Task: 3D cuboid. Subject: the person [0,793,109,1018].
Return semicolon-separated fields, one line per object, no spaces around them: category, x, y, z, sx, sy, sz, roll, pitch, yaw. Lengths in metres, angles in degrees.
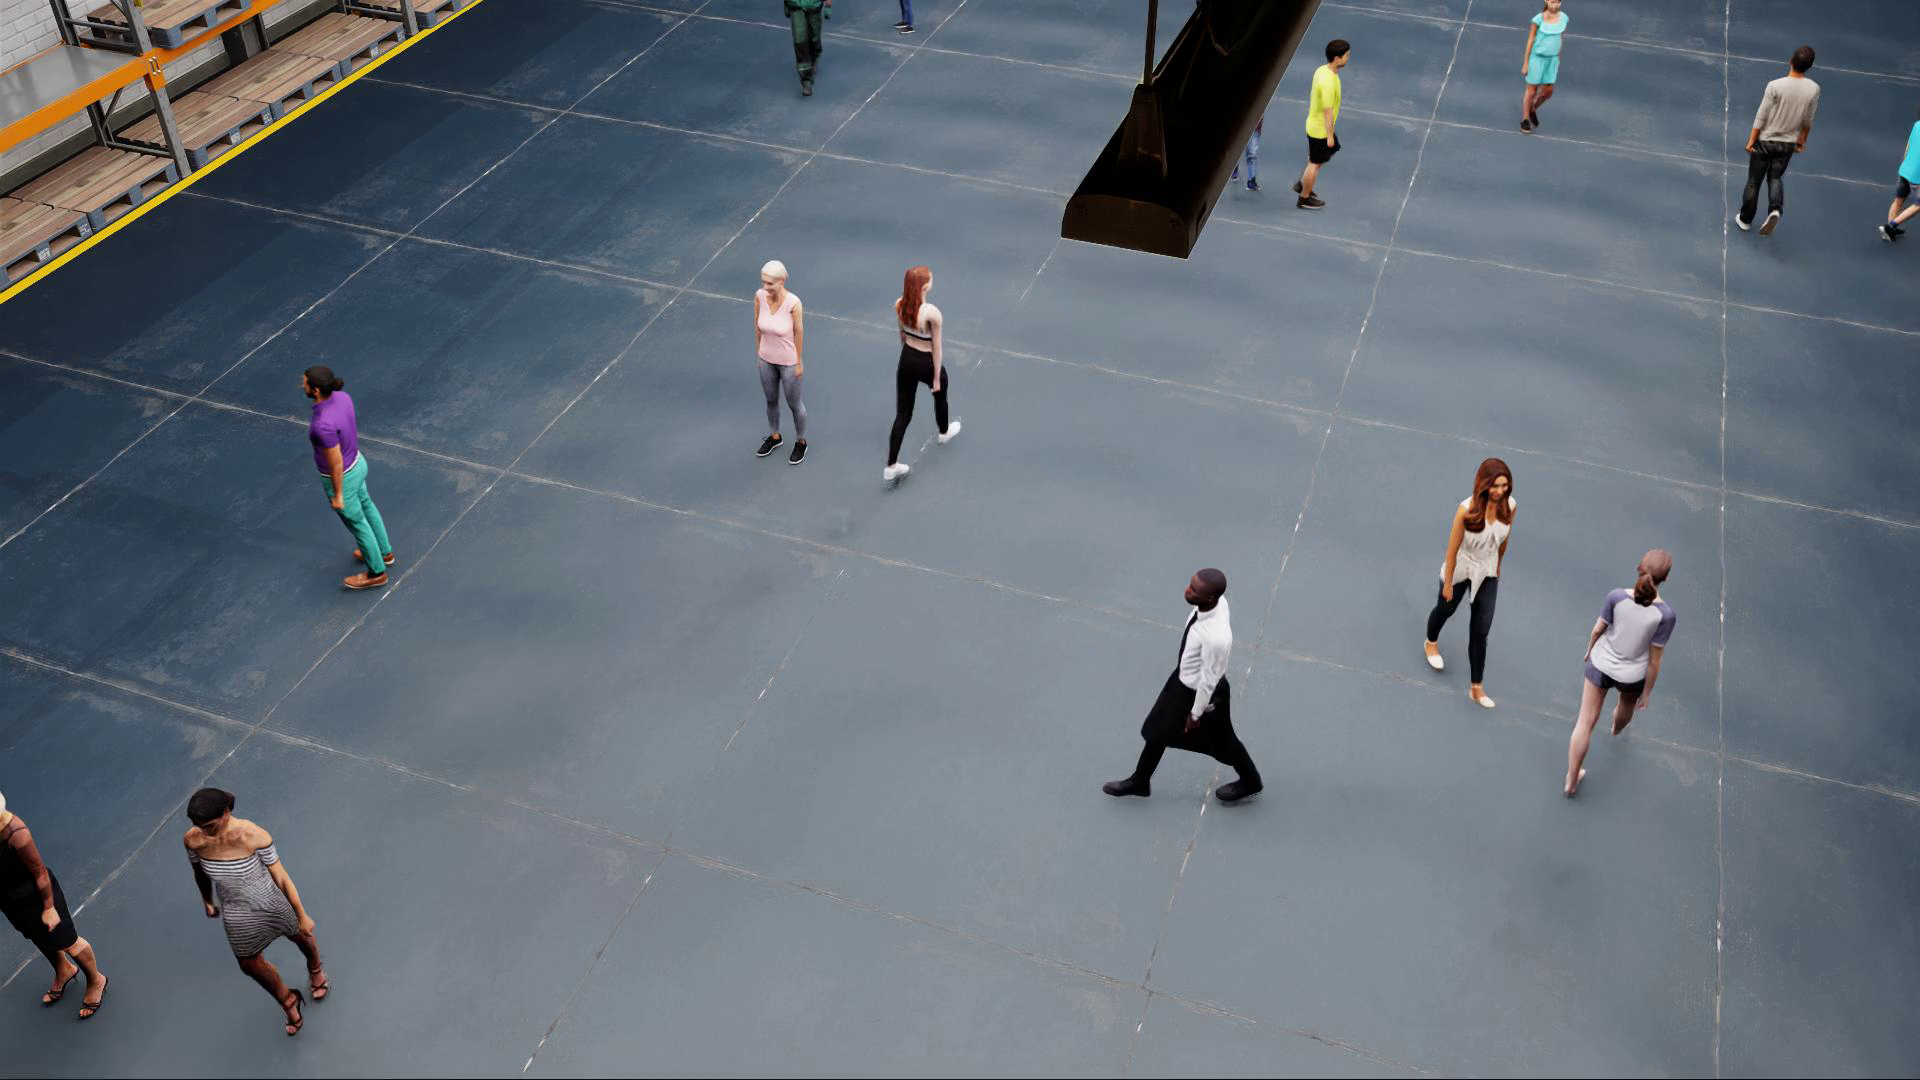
person;-4.844;1.832;8.642;0.591;1.748;0.508;15;41;18

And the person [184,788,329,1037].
person;-3.609;1.823;8.612;0.854;1.799;0.845;-5;39;-6

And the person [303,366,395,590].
person;-4.235;-0.453;11.488;0.770;1.767;0.641;-1;39;-2

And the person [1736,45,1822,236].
person;7.634;-3.670;15.491;0.778;1.799;0.932;3;39;4

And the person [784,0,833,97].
person;-1.684;-5.872;18.242;0.997;1.806;1.272;-2;39;-3

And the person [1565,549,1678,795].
person;3.895;0.829;9.915;0.754;1.728;1.131;21;43;24

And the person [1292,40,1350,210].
person;3.385;-3.978;15.959;0.787;1.695;0.679;1;39;2

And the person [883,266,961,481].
person;-0.369;-1.223;12.511;0.809;1.694;1.240;24;44;27

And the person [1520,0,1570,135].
person;6.079;-5.048;17.417;0.635;1.548;0.678;-1;39;-1

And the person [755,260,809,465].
person;-1.368;-1.385;12.692;0.566;1.721;0.534;15;41;18

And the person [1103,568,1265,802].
person;1.510;0.919;9.756;1.042;1.784;1.248;-1;39;-1

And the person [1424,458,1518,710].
person;3.240;0.166;10.724;0.924;1.753;1.112;-6;39;-8

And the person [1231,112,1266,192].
person;2.821;-4.117;16.508;0.750;1.228;0.934;-4;39;-5

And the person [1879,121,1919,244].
person;8.860;-3.434;15.479;0.770;1.444;0.718;-11;40;-14

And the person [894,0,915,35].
person;-0.655;-6.591;19.698;0.595;1.112;0.532;-13;41;-16
